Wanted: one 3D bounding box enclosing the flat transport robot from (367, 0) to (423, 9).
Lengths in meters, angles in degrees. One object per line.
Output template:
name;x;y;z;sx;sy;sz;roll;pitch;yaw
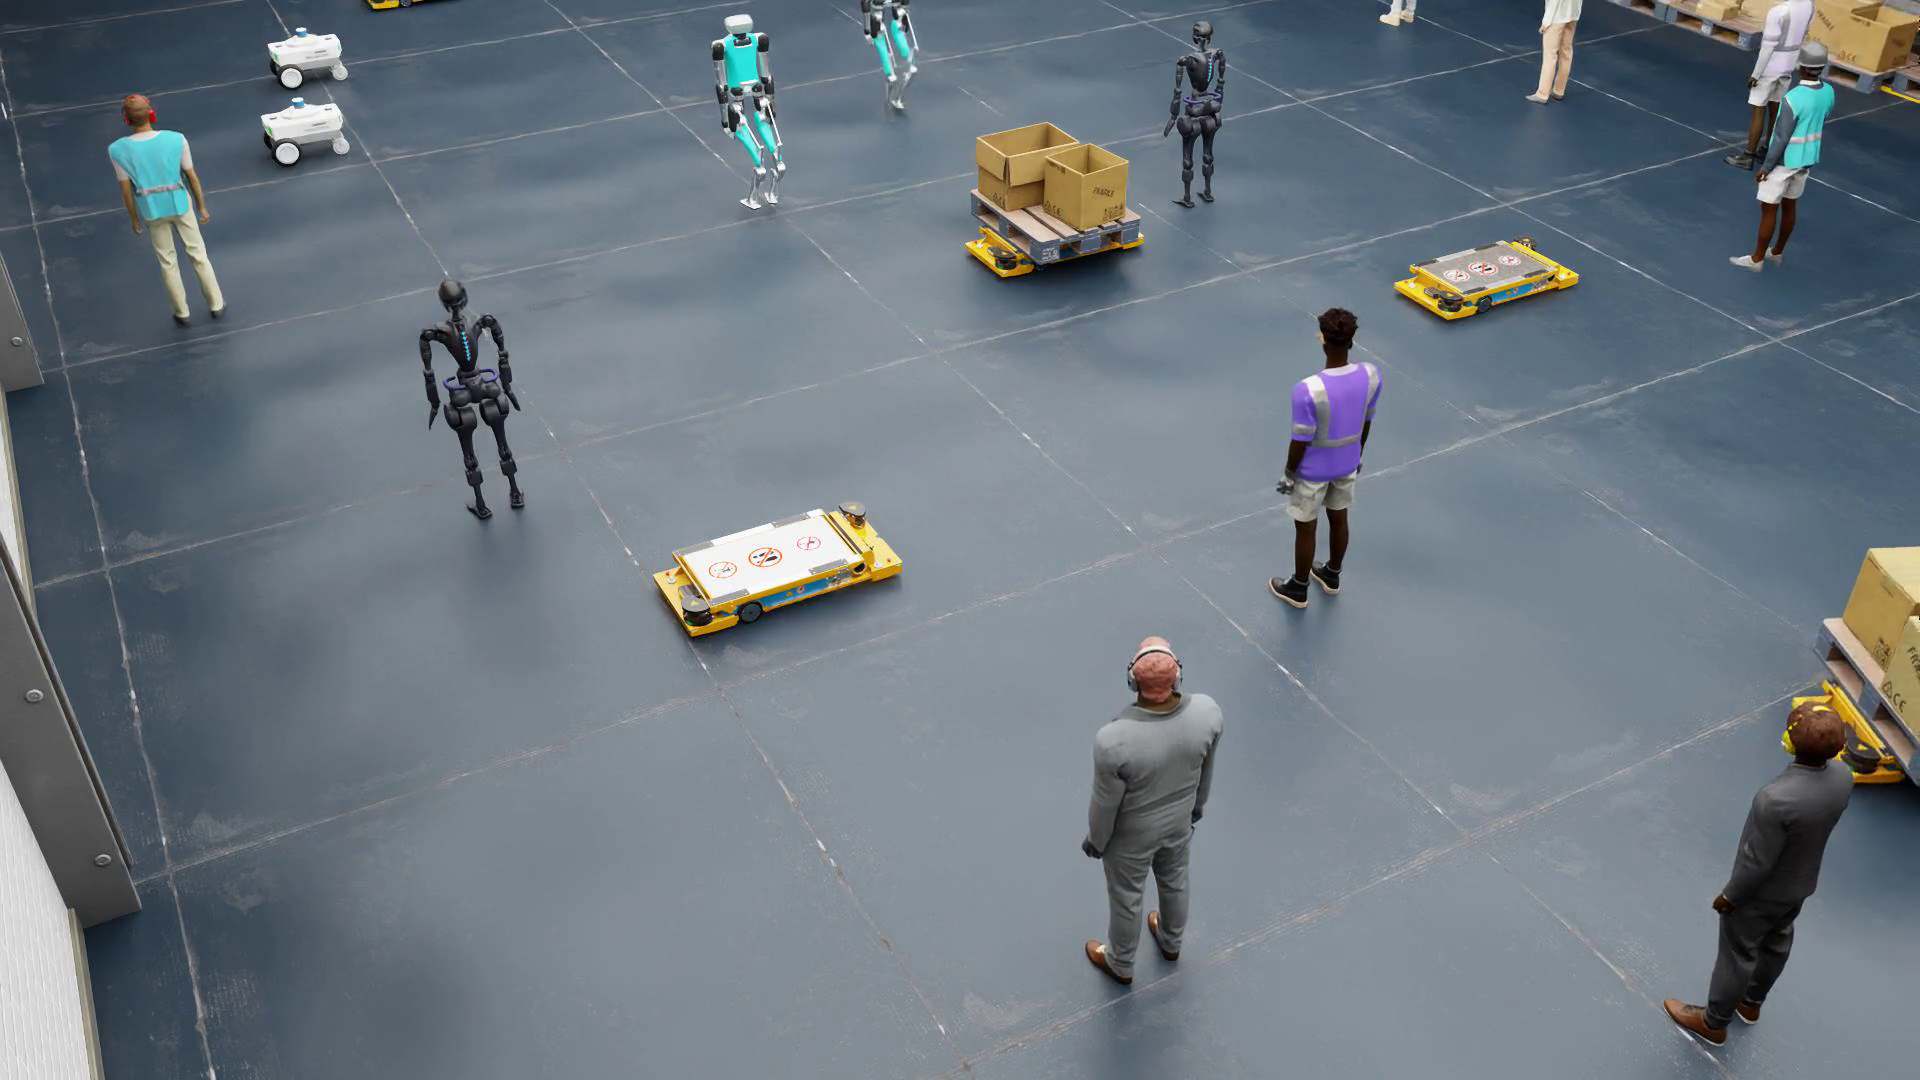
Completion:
flat transport robot;-6.557;-6.779;20.395;1.431;0.231;0.659;-17;39;-23

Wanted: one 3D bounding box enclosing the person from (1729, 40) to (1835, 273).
person;6.862;-3.143;13.749;0.550;1.938;0.430;-16;38;-22

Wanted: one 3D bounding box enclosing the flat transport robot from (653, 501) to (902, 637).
flat transport robot;-1.146;0.170;10.474;1.431;0.231;0.659;-17;39;-23

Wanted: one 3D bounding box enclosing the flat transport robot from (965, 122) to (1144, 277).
flat transport robot;0.823;-2.626;14.465;1.431;0.231;0.659;-17;39;-23

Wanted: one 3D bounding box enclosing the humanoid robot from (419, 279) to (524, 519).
humanoid robot;-3.168;-0.919;10.789;0.599;1.655;0.315;-17;39;-23

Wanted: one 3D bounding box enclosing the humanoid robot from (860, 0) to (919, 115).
humanoid robot;-0.663;-5.102;16.762;0.551;1.844;0.714;-18;39;-24

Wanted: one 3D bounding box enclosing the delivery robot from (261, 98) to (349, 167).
delivery robot;-6.374;-4.004;16.158;0.739;0.566;0.499;-17;39;-23

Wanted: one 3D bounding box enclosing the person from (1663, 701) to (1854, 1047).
person;3.505;1.467;7.224;0.491;1.873;0.358;-16;38;-22

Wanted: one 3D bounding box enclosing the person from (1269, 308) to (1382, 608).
person;2.165;-0.470;9.911;0.606;1.963;0.370;-16;38;-22

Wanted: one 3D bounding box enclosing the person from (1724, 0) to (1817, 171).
person;7.622;-4.440;15.602;0.545;1.937;0.376;-16;38;-22

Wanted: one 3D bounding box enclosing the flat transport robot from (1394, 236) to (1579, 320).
flat transport robot;4.387;-2.180;13.828;1.431;0.231;0.659;-17;39;-23

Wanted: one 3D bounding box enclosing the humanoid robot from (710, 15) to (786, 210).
humanoid robot;-1.791;-3.701;14.604;0.533;1.677;0.735;-17;39;-23

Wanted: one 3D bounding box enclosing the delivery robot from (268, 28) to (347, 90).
delivery robot;-7.024;-5.206;17.874;0.739;0.566;0.499;-17;39;-23

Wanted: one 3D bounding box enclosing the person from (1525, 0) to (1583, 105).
person;6.160;-5.327;17.096;0.461;1.673;0.371;-16;38;-22

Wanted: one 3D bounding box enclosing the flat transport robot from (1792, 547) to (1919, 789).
flat transport robot;5.480;1.042;9.227;1.431;0.231;0.659;-2;35;-3

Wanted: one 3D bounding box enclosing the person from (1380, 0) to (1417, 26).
person;5.164;-6.900;19.174;0.460;1.870;0.358;-16;38;-22

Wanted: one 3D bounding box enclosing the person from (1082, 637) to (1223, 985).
person;0.830;1.236;7.528;0.640;1.905;0.402;-16;38;-22

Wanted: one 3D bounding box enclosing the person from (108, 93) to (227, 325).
person;-6.195;-2.555;12.992;0.562;1.841;0.393;-16;38;-22

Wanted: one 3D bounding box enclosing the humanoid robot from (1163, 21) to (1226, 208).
humanoid robot;2.130;-3.829;14.943;0.599;1.657;0.315;-17;39;-23
